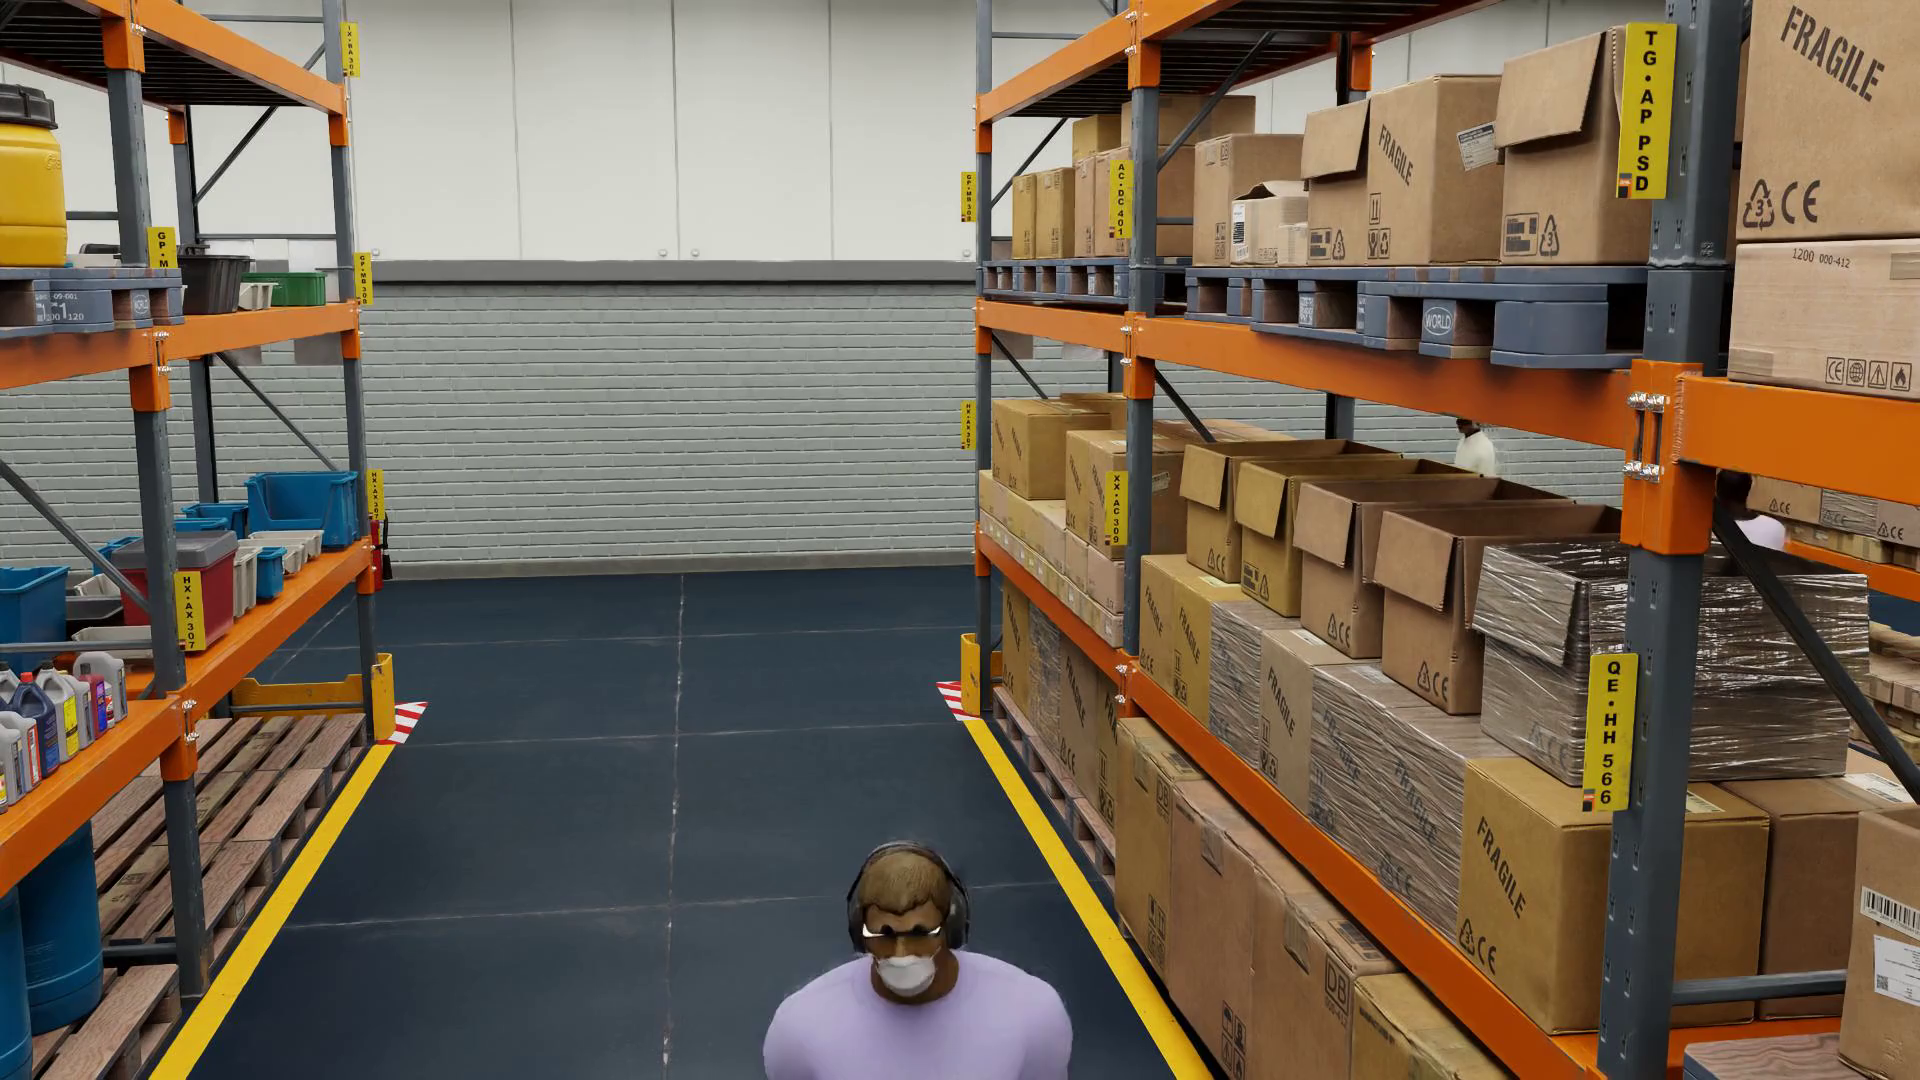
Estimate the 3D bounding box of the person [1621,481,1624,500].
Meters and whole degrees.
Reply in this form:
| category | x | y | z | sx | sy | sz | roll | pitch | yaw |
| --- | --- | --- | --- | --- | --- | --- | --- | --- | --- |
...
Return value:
| category | x | y | z | sx | sy | sz | roll | pitch | yaw |
| --- | --- | --- | --- | --- | --- | --- | --- | --- | --- |
| person | 4.164 | 0.463 | 10.230 | 0.532 | 1.854 | 0.642 | 1 | 9 | 6 |

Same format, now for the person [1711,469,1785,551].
| category | x | y | z | sx | sy | sz | roll | pitch | yaw |
| --- | --- | --- | --- | --- | --- | --- | --- | --- | --- |
| person | 4.711 | 0.478 | 10.130 | 0.584 | 1.858 | 1.042 | -1 | 9 | -6 |

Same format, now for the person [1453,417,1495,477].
| category | x | y | z | sx | sy | sz | roll | pitch | yaw |
| --- | --- | --- | --- | --- | --- | --- | --- | --- | --- |
| person | 4.424 | -0.252 | 14.231 | 0.568 | 1.978 | 0.628 | 0 | 9 | -2 |

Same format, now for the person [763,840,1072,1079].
| category | x | y | z | sx | sy | sz | roll | pitch | yaw |
| --- | --- | --- | --- | --- | --- | --- | --- | --- | --- |
| person | -0.085 | 1.523 | 3.470 | 0.642 | 1.919 | 0.517 | 0 | 9 | -1 |
